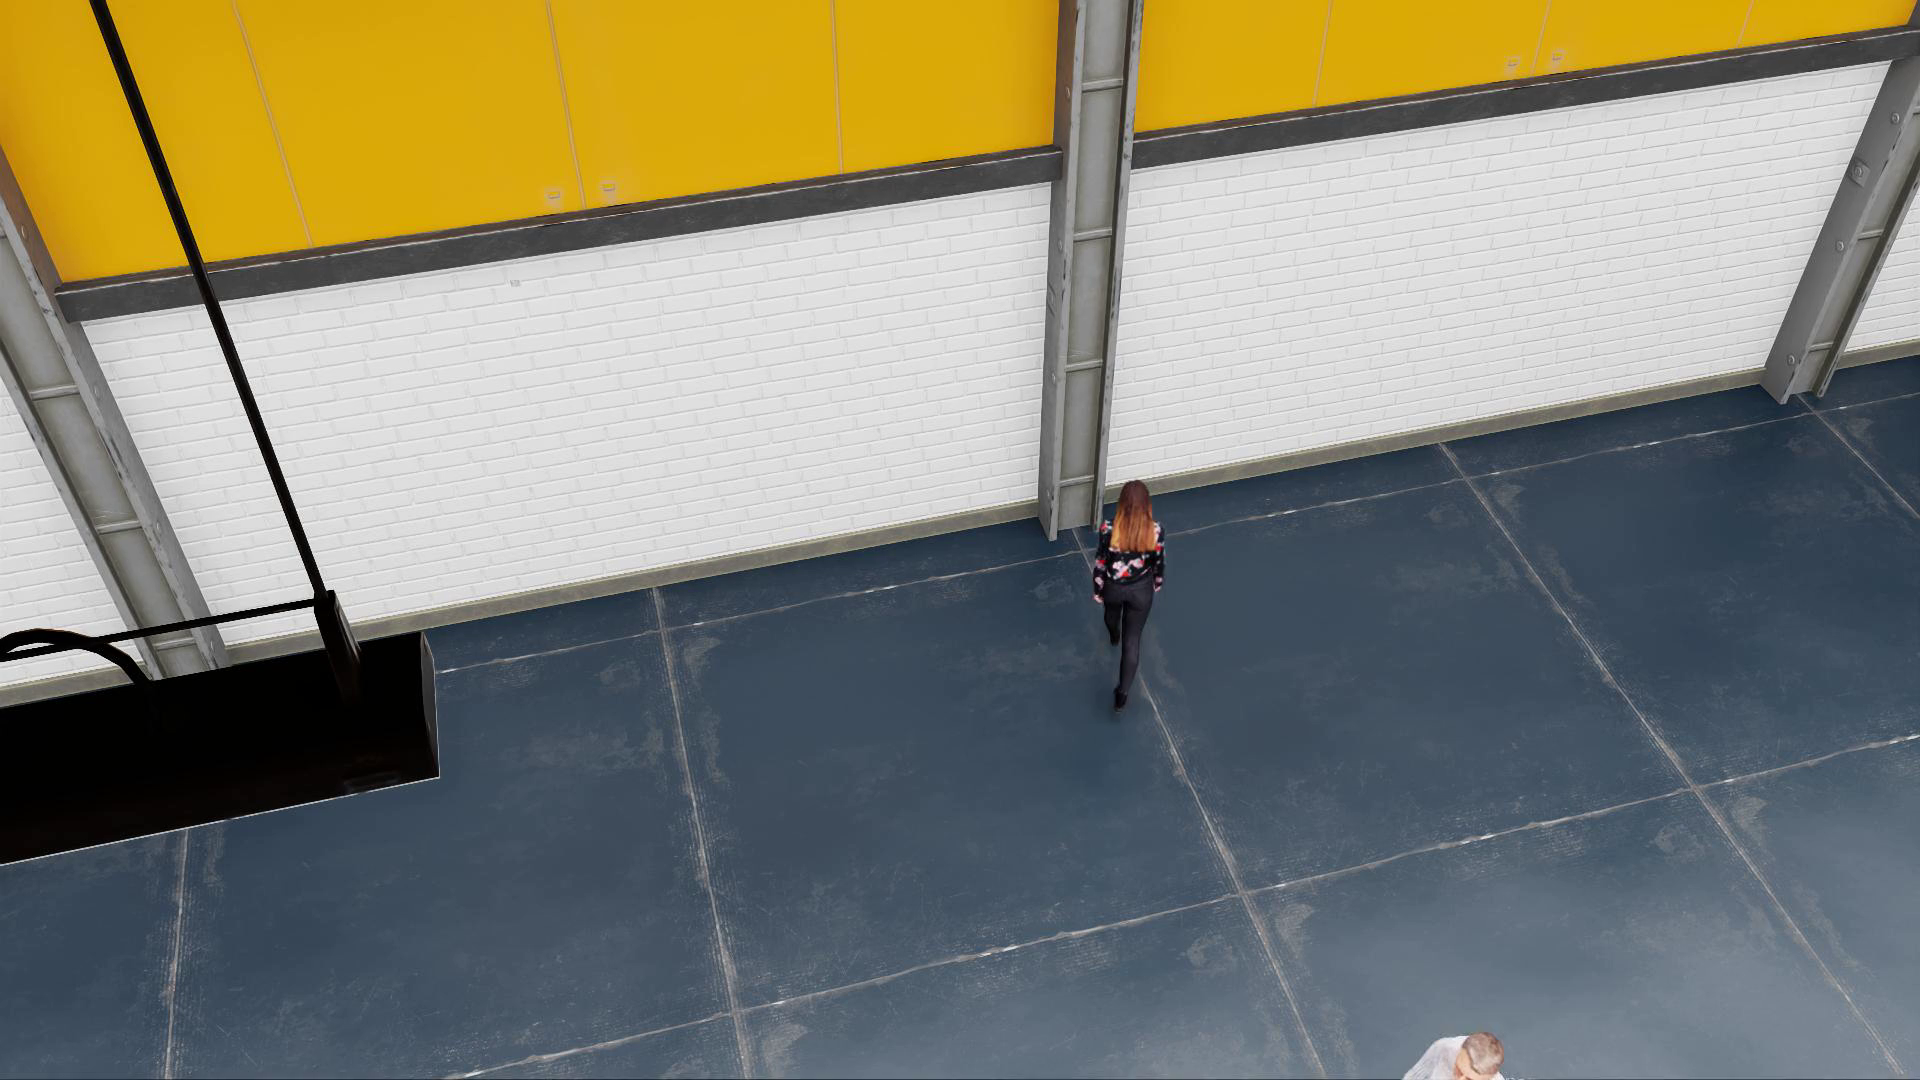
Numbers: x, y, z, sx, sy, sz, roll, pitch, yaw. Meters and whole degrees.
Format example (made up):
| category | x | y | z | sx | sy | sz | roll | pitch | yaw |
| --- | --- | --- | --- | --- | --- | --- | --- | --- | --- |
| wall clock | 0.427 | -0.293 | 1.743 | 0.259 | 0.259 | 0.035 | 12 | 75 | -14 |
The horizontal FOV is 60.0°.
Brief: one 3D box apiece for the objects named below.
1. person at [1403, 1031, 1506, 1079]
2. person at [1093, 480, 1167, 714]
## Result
| category | x | y | z | sx | sy | sz | roll | pitch | yaw |
| --- | --- | --- | --- | --- | --- | --- | --- | --- | --- |
| person | 2.355 | 2.741 | 7.743 | 0.905 | 1.791 | 0.708 | -12 | 45 | -13 |
| person | 1.041 | 0.358 | 10.354 | 1.108 | 1.640 | 0.930 | 4 | 44 | 4 |
